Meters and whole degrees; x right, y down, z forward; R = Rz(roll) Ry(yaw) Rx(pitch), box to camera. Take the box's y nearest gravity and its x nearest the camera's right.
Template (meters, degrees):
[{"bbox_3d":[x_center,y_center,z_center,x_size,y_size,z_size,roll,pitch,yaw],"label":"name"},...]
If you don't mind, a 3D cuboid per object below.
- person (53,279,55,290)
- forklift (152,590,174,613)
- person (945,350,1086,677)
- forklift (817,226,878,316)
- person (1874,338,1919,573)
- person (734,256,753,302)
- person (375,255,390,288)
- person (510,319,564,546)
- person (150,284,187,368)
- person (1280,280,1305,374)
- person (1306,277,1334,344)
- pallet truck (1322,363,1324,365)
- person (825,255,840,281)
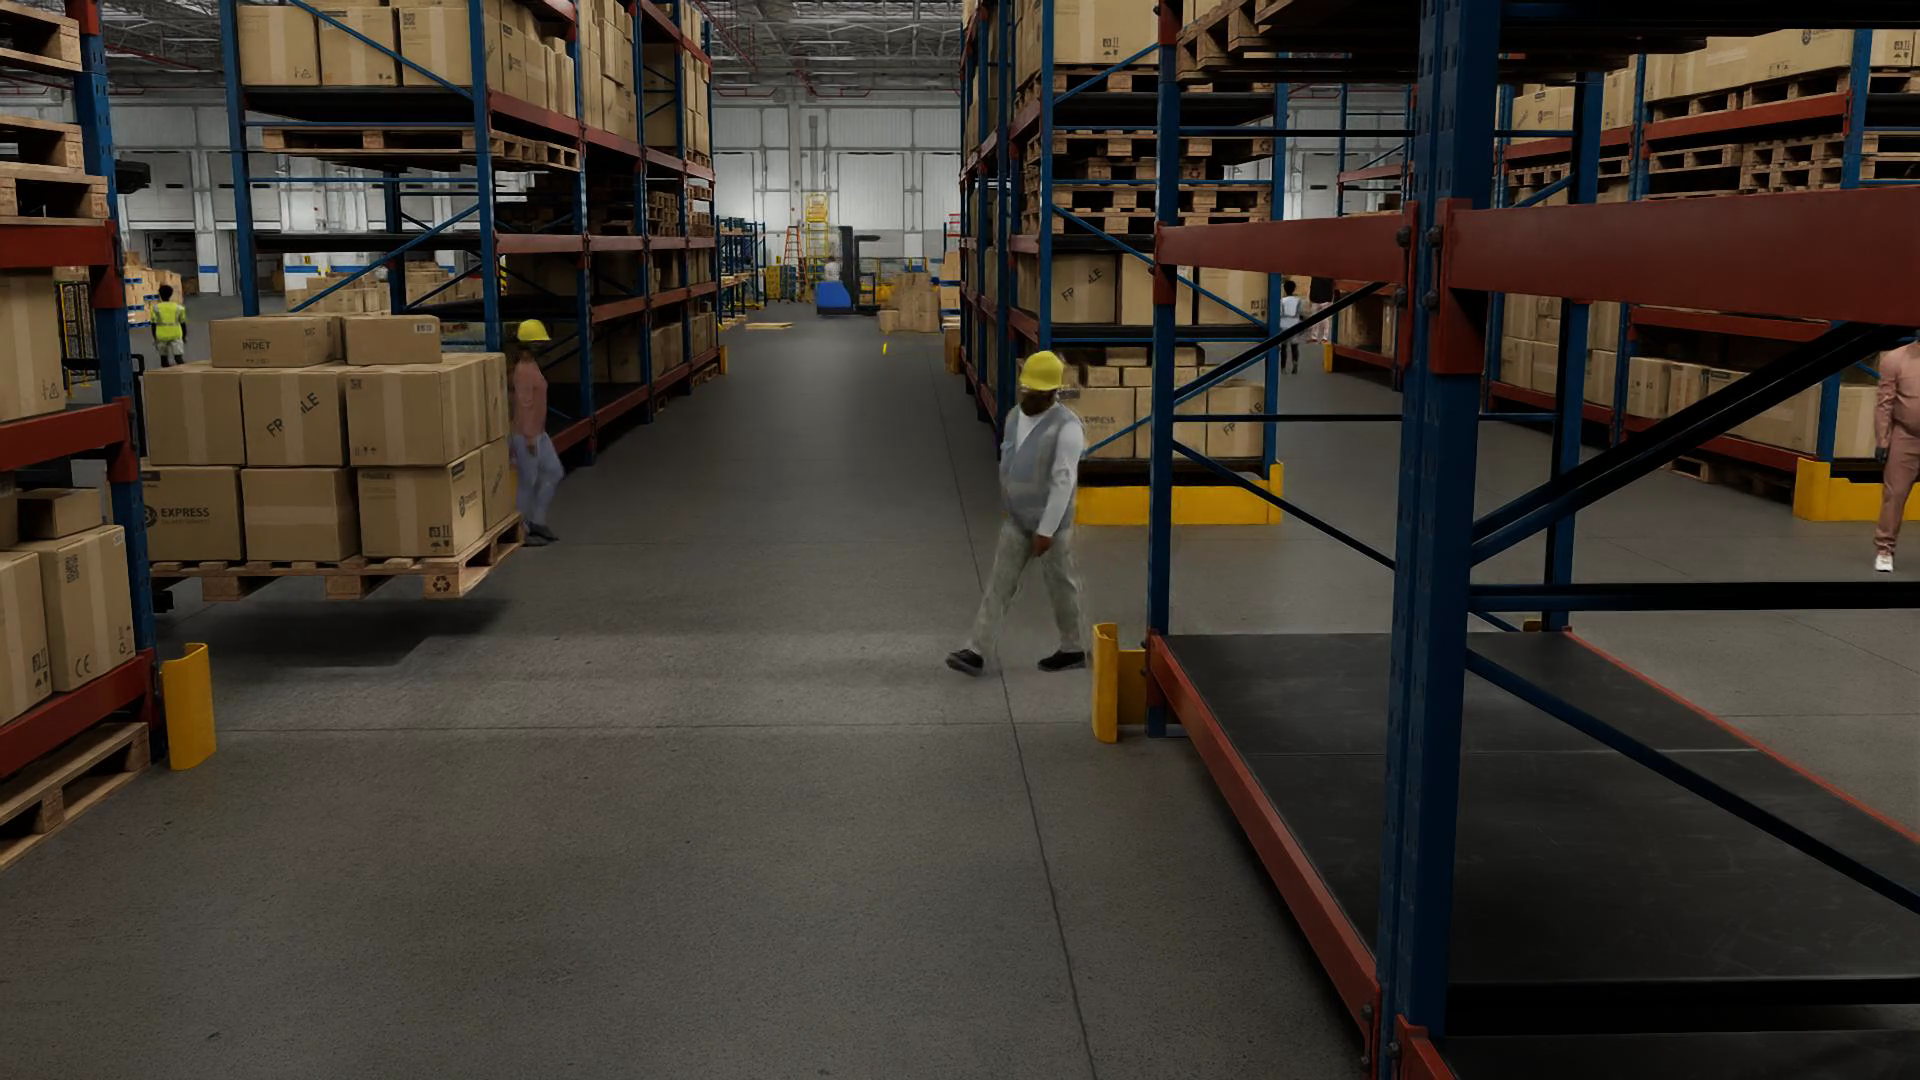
[{"bbox_3d":[-20.507,-5.289,37.128,0.367,1.967,0.602,9,13,40],"label":"person"},{"bbox_3d":[-5.858,-0.811,9.639,1.873,2.768,1.129,-1,10,-3],"label":"forklift"},{"bbox_3d":[0.356,-0.120,8.845,0.879,1.778,0.610,-8,13,-37],"label":"person"},{"bbox_3d":[-3.541,-8.434,52.105,1.873,2.768,1.129,0,10,-2],"label":"forklift"},{"bbox_3d":[6.811,-0.694,11.733,0.649,1.899,0.397,4,11,21],"label":"person"},{"bbox_3d":[-7.966,-9.556,61.350,0.878,1.812,0.615,3,11,14],"label":"person"},{"bbox_3d":[-15.857,-6.936,46.100,0.693,2.000,0.726,-1,10,-4],"label":"person"},{"bbox_3d":[-3.252,-0.814,12.782,0.480,1.751,0.553,-1,10,-5],"label":"person"},{"bbox_3d":[-12.592,-3.238,26.515,0.540,1.684,0.582,-6,12,-31],"label":"person"},{"bbox_3d":[5.789,-3.731,29.228,0.542,1.682,0.629,1,10,3],"label":"person"},{"bbox_3d":[8.283,-5.497,38.233,0.388,1.987,0.608,-10,14,-43],"label":"person"},{"bbox_3d":[7.712,-4.157,30.737,1.885,1.965,0.823,3,11,16],"label":"pallet truck"},{"bbox_3d":[-4.452,-9.074,58.512,0.630,1.885,0.970,-8,13,-36],"label":"person"}]
